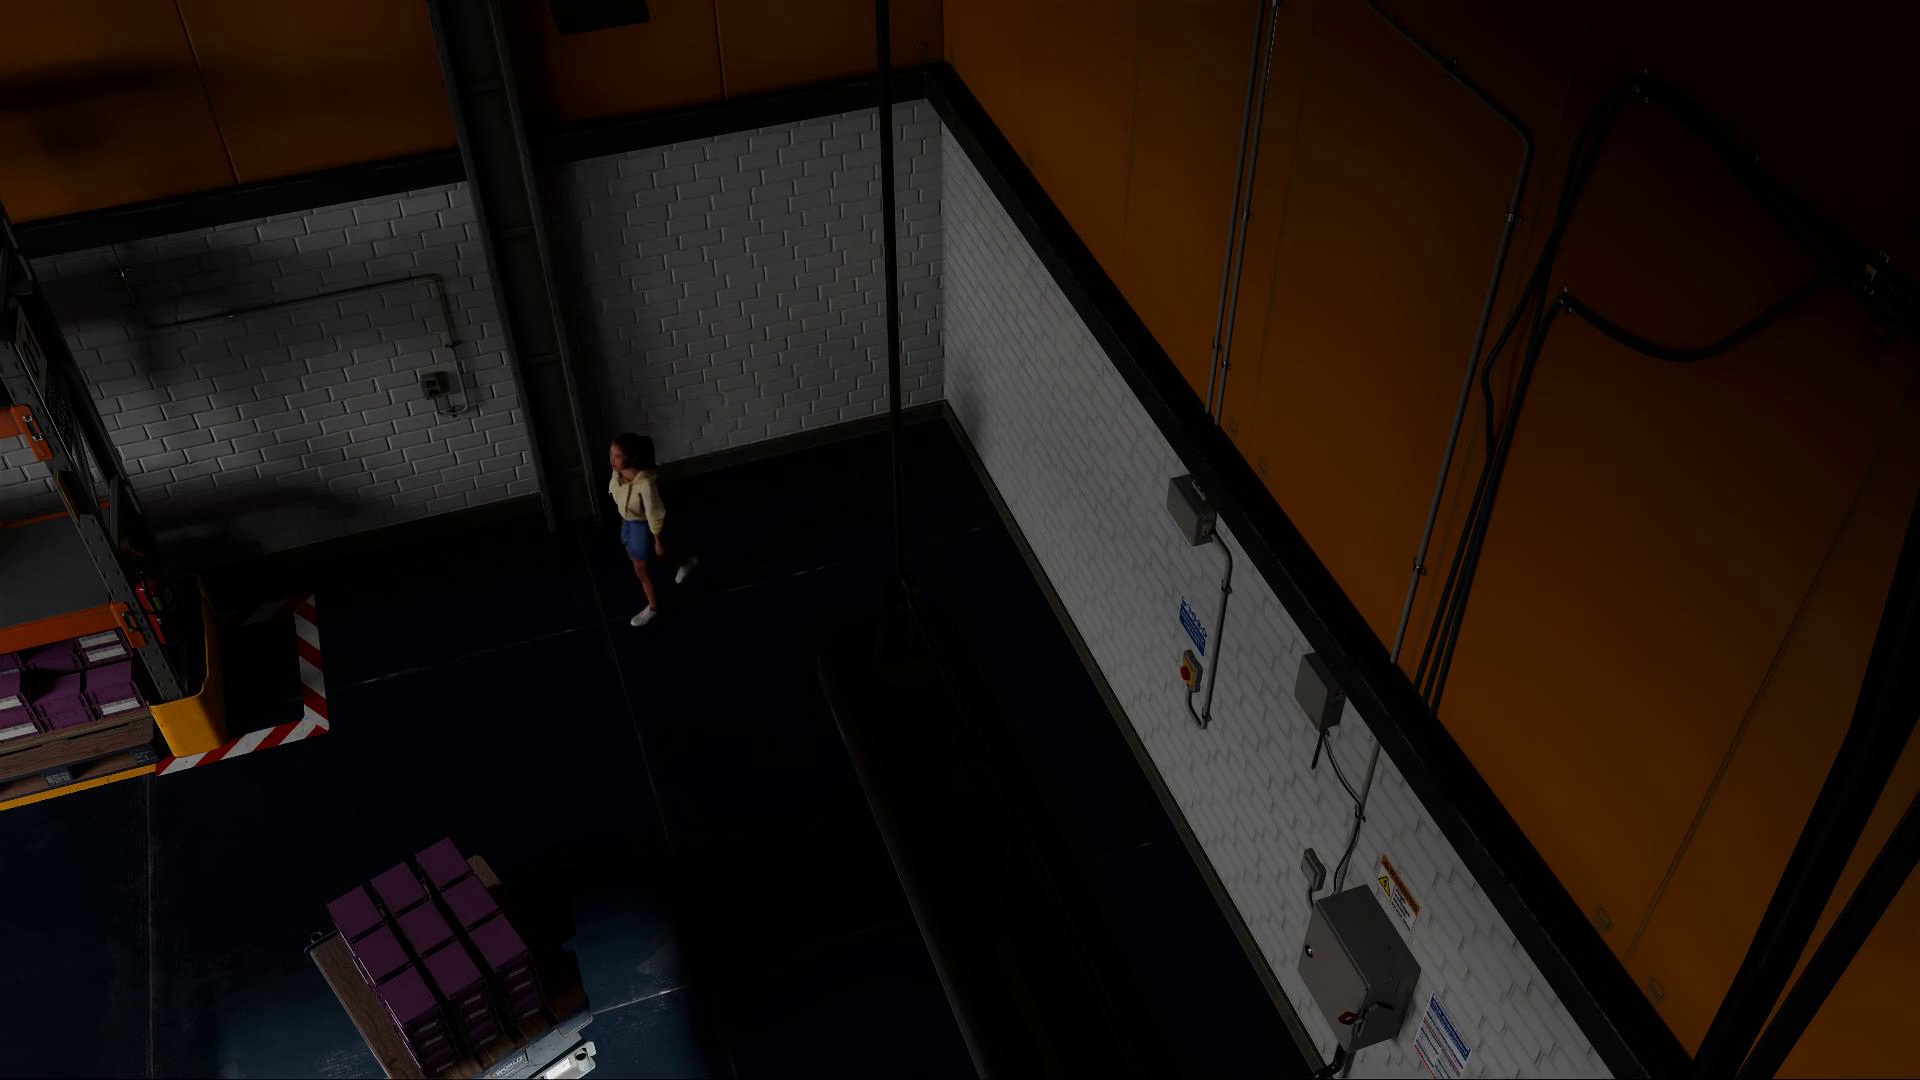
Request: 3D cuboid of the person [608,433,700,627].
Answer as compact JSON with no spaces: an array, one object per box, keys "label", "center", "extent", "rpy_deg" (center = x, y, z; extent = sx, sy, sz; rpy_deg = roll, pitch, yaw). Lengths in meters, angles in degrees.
[{"label":"person","center":[-2.055,-0.114,11.095],"extent":[0.904,1.617,0.759],"rpy_deg":[-26,50,-25]}]
